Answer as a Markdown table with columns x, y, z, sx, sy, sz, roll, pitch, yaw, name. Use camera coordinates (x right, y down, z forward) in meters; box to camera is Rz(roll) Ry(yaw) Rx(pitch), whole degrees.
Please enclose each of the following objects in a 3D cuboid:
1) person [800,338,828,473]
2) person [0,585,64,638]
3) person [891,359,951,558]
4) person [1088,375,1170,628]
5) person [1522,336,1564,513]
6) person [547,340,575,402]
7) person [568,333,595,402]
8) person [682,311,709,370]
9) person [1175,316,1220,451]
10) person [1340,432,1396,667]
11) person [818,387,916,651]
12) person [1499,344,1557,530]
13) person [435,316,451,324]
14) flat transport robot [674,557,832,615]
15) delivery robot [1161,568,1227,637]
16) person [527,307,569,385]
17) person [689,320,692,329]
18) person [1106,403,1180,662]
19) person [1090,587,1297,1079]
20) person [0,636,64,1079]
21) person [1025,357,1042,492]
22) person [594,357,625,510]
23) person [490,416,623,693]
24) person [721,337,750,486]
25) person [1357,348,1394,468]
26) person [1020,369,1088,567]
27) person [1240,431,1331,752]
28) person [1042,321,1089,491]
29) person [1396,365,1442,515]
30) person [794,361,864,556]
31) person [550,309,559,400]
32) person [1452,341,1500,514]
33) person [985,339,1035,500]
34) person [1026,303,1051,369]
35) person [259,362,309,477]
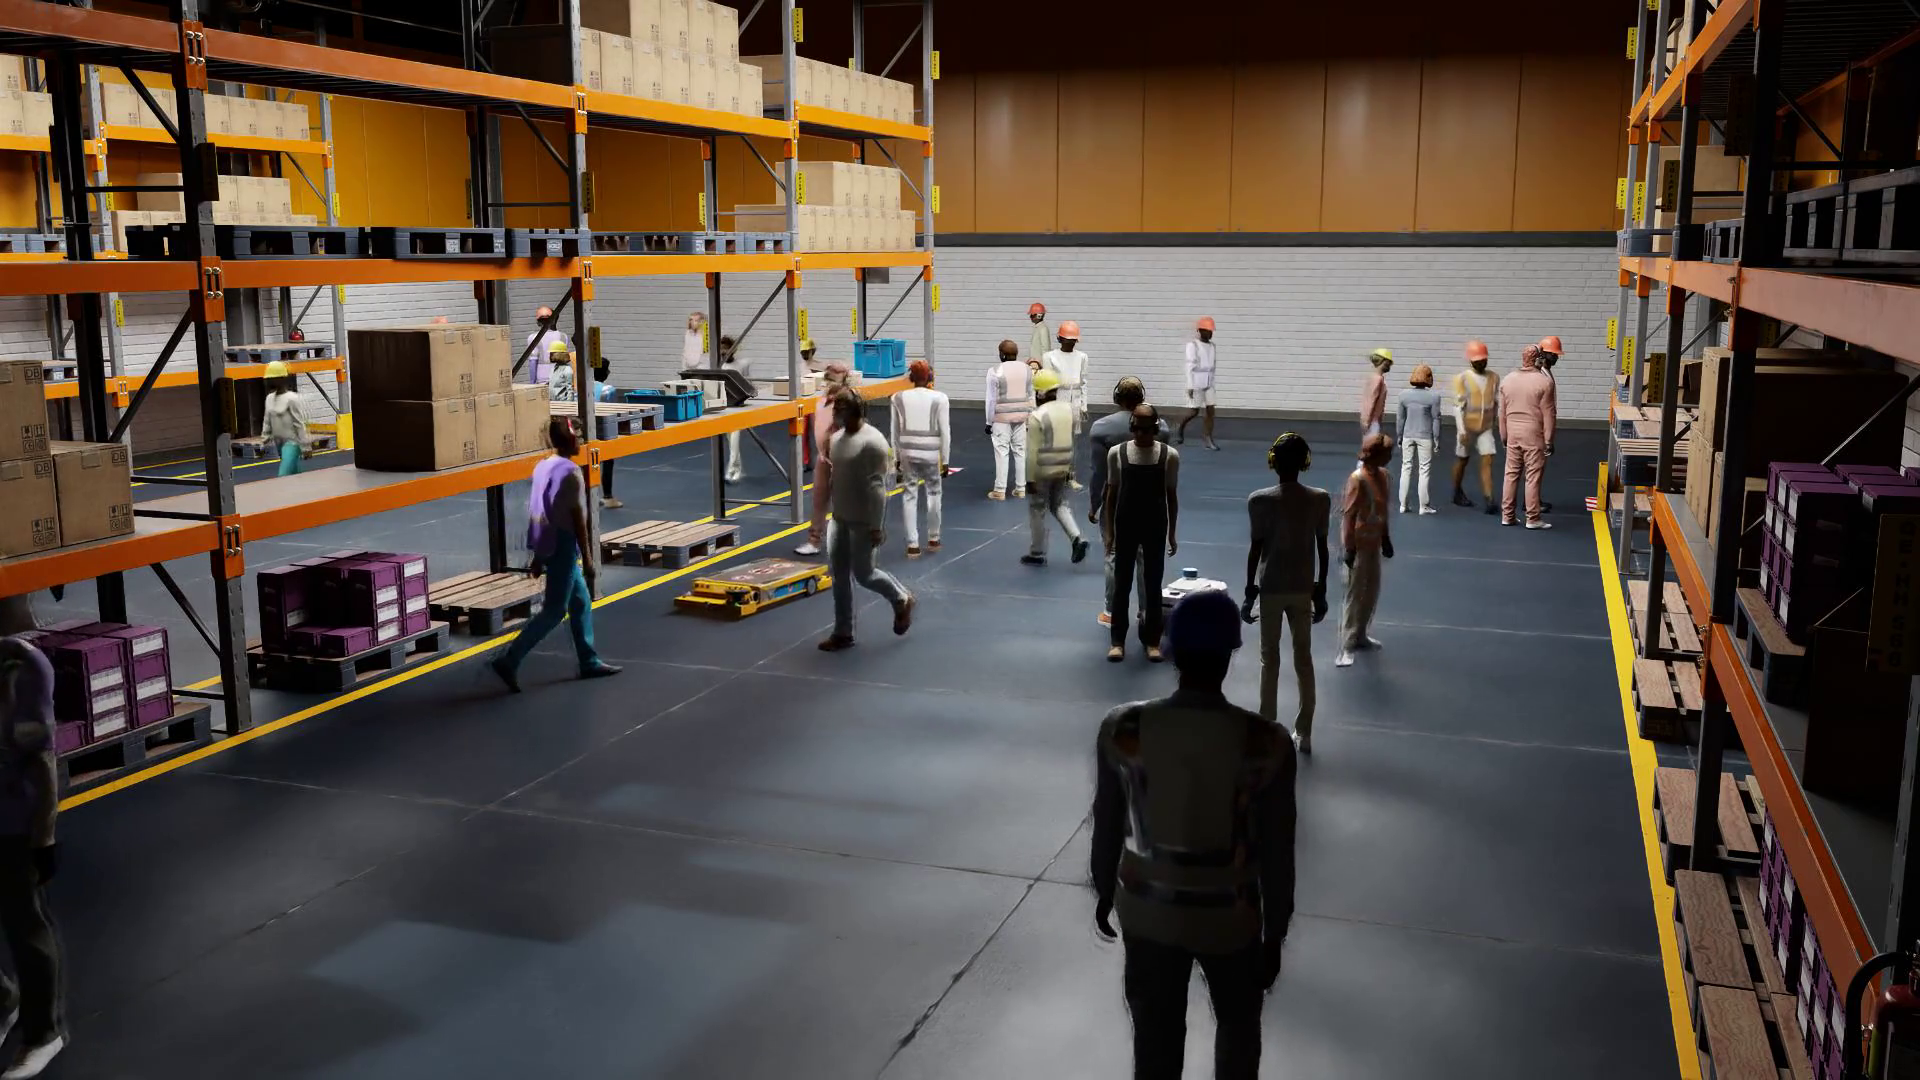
| x | y | z | sx | sy | sz | roll | pitch | yaw | name |
| --- | --- | --- | --- | --- | --- | --- | --- | --- | --- |
| -1.925 | -1.751 | 21.491 | 0.537 | 1.749 | 0.446 | 3 | 10 | 16 | person |
| -5.920 | 0.173 | 10.369 | 0.585 | 1.878 | 1.016 | 2 | 10 | 11 | person |
| -0.358 | -0.783 | 15.750 | 0.601 | 1.852 | 0.788 | 2 | 10 | 9 | person |
| 1.282 | -0.287 | 12.721 | 0.636 | 1.938 | 0.358 | -2 | 10 | -12 | person |
| 6.406 | -1.273 | 18.288 | 0.375 | 1.934 | 0.547 | 5 | 11 | 28 | person |
| -4.982 | -1.616 | 20.758 | 0.296 | 1.745 | 0.484 | -8 | 13 | -39 | person |
| -5.404 | -2.127 | 23.762 | 0.535 | 1.700 | 0.318 | -2 | 10 | -12 | person |
| -4.146 | -2.734 | 26.668 | 0.640 | 1.877 | 0.804 | 9 | 13 | 40 | person |
| 3.428 | -2.247 | 23.833 | 0.557 | 1.918 | 0.764 | -6 | 11 | -28 | person |
| 2.857 | 0.050 | 11.750 | 0.356 | 1.614 | 0.781 | 7 | 12 | 33 | person |
| -0.693 | -0.159 | 12.067 | 0.684 | 1.915 | 0.631 | -9 | 13 | -41 | person |
| 5.880 | -1.062 | 17.182 | 0.409 | 1.907 | 0.650 | -7 | 12 | -35 | person |
| -7.339 | -2.235 | 23.757 | 0.555 | 1.919 | 0.578 | -6 | 12 | -30 | person |
| -1.667 | 0.366 | 13.740 | 0.652 | 0.197 | 1.431 | 5 | 11 | 27 | flat transport robot |
| 1.687 | 0.450 | 12.207 | 0.477 | 0.478 | 0.707 | 6 | 12 | 32 | delivery robot |
| -5.930 | -2.327 | 23.947 | 0.609 | 2.034 | 0.404 | -7 | 12 | -36 | person |
| -4.707 | -3.131 | 29.589 | 0.313 | 1.637 | 0.513 | -6 | 12 | -31 | person |
| 1.279 | -0.052 | 11.688 | 0.506 | 1.838 | 0.351 | 1 | 10 | 6 | person |
| 0.698 | 1.085 | 5.028 | 0.618 | 1.927 | 0.634 | 2 | 10 | 12 | person |
| -3.374 | 0.966 | 5.754 | 0.596 | 1.911 | 0.420 | 1 | 10 | 5 | person |
| 0.853 | -1.308 | 19.344 | 0.509 | 1.629 | 0.315 | -1 | 10 | -7 | person |
| -3.985 | -1.184 | 18.456 | 0.542 | 1.695 | 0.321 | 7 | 12 | 34 | person |
| -2.718 | 0.087 | 11.007 | 0.894 | 1.805 | 0.568 | -7 | 12 | -33 | person |
| -2.828 | -1.578 | 20.359 | 0.521 | 1.807 | 0.993 | 3 | 10 | 16 | person |
| 4.840 | -1.382 | 19.477 | 0.455 | 1.723 | 0.549 | 2 | 10 | 10 | person |
| 0.826 | -0.634 | 15.011 | 0.608 | 1.817 | 0.610 | -9 | 13 | -41 | person |
| 1.870 | 0.306 | 9.580 | 0.526 | 1.871 | 0.322 | -2 | 10 | -10 | person |
| 1.266 | -1.583 | 19.754 | 0.605 | 2.035 | 0.385 | -5 | 11 | -24 | person |
| 4.995 | -1.091 | 18.110 | 0.509 | 1.631 | 0.267 | 9 | 13 | 40 | person |
| -1.205 | -0.740 | 15.517 | 0.861 | 1.853 | 0.722 | -10 | 14 | -43 | person |
| -6.132 | -2.503 | 25.125 | 0.361 | 1.965 | 0.612 | -5 | 11 | -27 | person |
| 5.672 | -1.242 | 18.280 | 0.549 | 1.878 | 1.010 | -1 | 10 | -7 | person |
| 0.553 | -1.383 | 19.163 | 0.626 | 1.846 | 0.429 | -6 | 12 | -29 | person |
| 1.267 | -2.838 | 26.937 | 0.398 | 1.990 | 0.623 | -1 | 10 | -8 | person |
| -7.028 | -0.972 | 17.190 | 0.552 | 1.719 | 0.888 | 7 | 12 | 36 | person |
